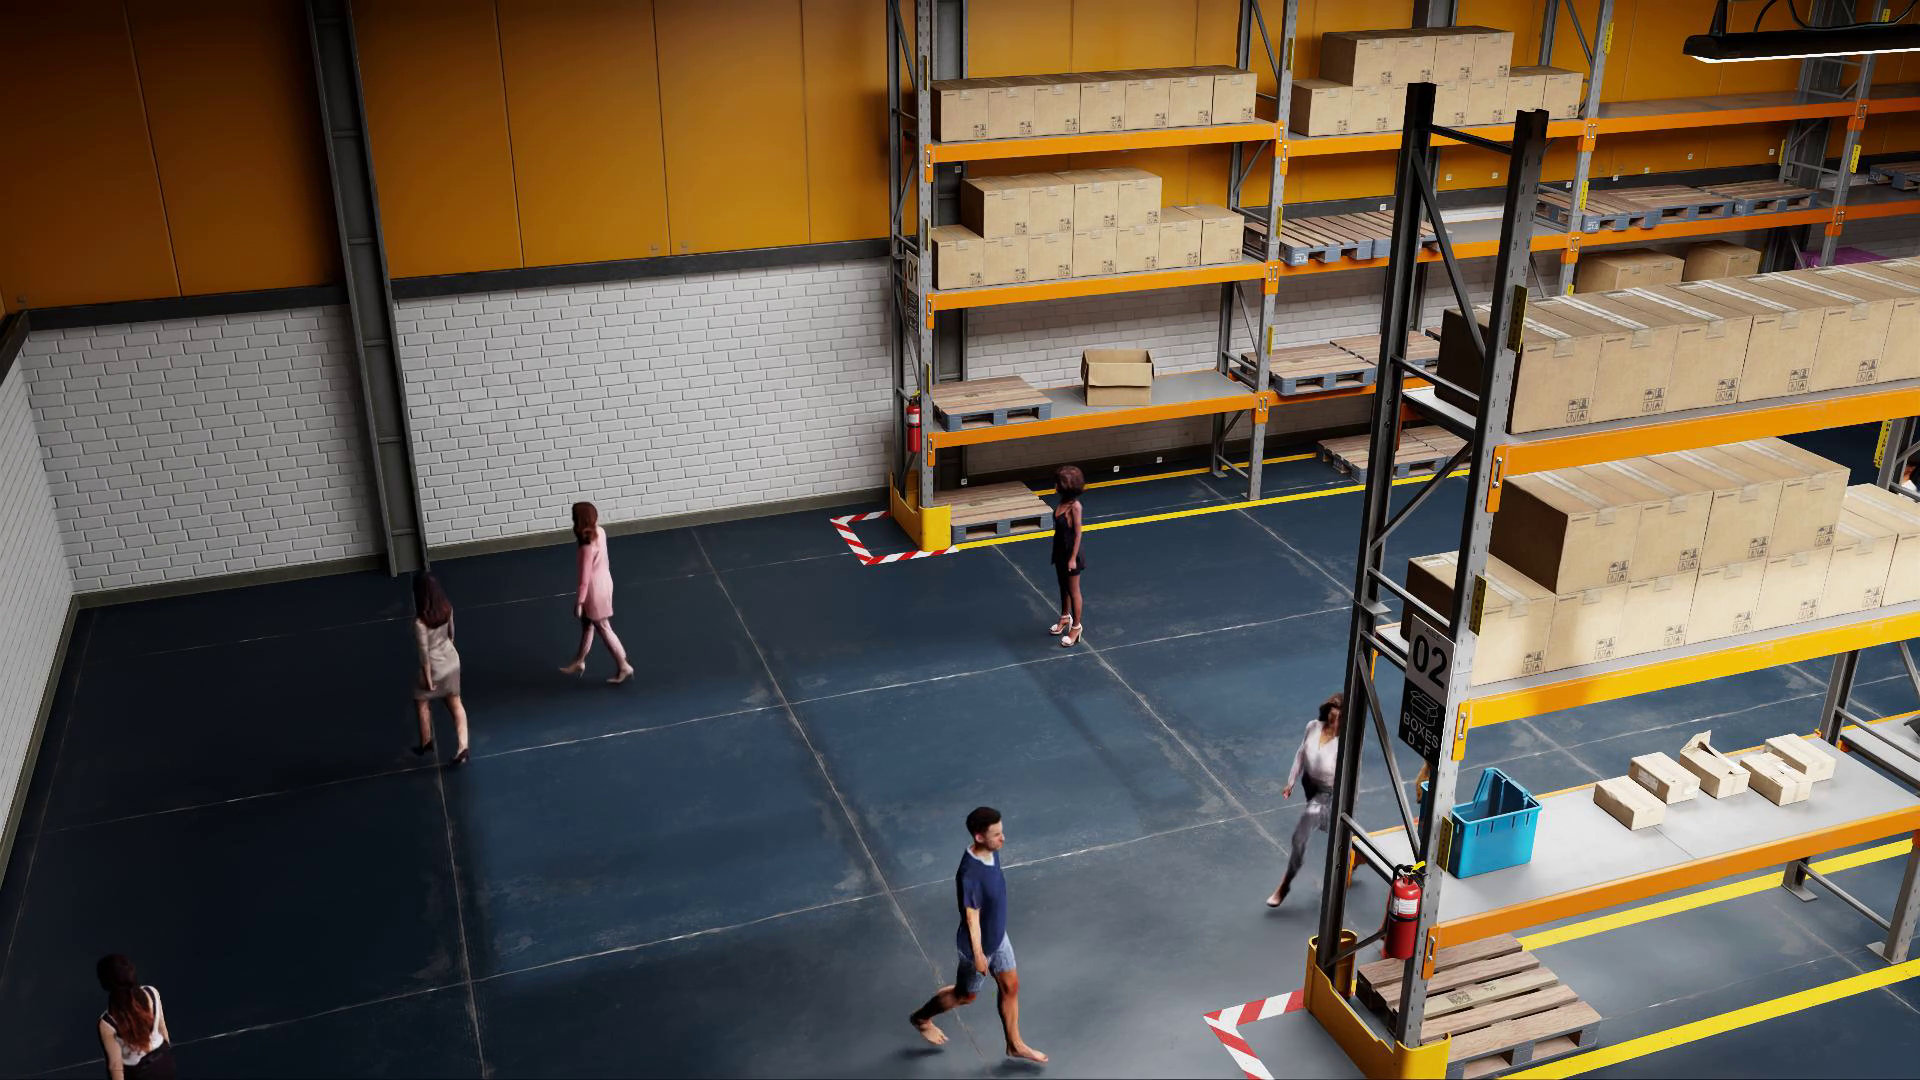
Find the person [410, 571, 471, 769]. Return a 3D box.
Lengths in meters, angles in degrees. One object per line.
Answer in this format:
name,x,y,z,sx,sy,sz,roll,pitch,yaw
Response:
person,-4.186,1.086,13.554,0.930,1.723,0.884,13,27,27

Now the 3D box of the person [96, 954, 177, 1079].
person,-4.465,3.021,9.234,0.902,1.636,0.835,10,26,22

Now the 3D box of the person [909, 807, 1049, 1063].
person,0.053,2.476,10.327,1.213,1.760,1.109,9,25,20

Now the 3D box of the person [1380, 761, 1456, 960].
person,3.112,2.086,11.171,0.742,1.800,0.716,3,24,6

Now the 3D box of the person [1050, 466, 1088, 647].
person,1.022,0.137,15.643,0.524,1.788,0.557,-8,25,-17

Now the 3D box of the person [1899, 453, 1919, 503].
person,9.140,-0.092,16.344,0.616,1.646,0.623,-2,24,-4

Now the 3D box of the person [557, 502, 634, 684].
person,-3.169,0.505,14.825,1.057,1.770,0.871,1,24,3

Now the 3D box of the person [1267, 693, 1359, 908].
person,2.653,1.822,11.893,1.179,1.704,0.743,-12,26,-26
